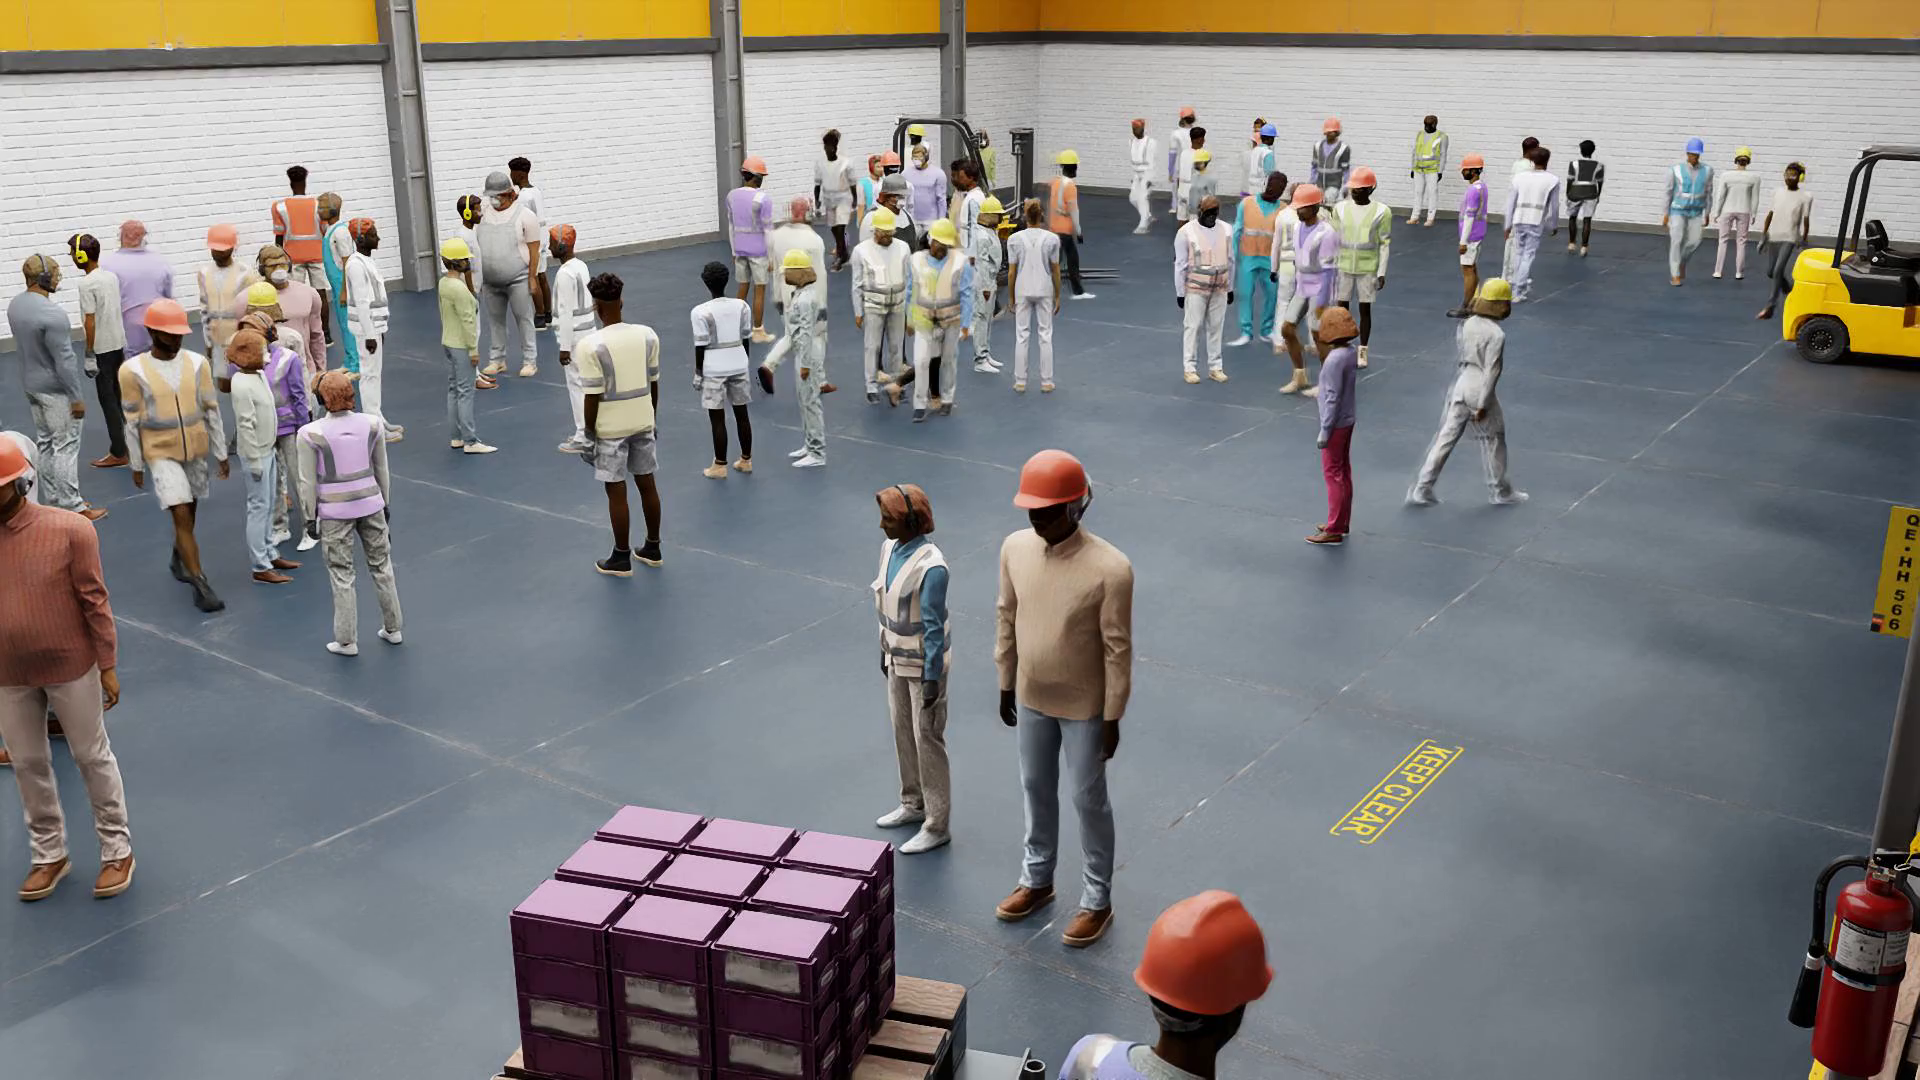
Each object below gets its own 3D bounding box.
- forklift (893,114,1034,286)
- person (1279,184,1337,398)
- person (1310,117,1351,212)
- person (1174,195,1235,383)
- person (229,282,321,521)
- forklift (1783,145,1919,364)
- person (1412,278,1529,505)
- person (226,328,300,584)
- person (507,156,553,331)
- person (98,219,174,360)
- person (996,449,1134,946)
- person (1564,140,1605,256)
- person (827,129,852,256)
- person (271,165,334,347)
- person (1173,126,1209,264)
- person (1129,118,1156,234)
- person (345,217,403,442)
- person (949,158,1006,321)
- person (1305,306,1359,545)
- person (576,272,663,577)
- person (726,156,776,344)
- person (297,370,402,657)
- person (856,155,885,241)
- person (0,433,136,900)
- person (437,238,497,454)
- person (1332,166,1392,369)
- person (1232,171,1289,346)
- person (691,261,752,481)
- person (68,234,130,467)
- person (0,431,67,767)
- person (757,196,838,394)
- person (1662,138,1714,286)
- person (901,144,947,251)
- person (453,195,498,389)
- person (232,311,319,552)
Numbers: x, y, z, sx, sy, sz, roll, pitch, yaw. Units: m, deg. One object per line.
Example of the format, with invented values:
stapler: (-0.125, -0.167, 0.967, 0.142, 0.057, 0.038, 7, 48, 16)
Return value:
forklift: (-0.171, -4.594, 22.377, 2.313, 2.155, 1.214, 1, 18, 3)
person: (3.261, -2.313, 15.557, 0.666, 2.003, 0.711, -7, 19, -20)
person: (5.652, -5.402, 25.226, 0.610, 2.009, 0.930, 15, 23, 39)
person: (2.392, -2.445, 16.253, 0.639, 1.830, 0.429, -6, 19, -19)
person: (-4.802, -0.939, 11.674, 0.493, 1.743, 0.295, -5, 18, -16)
forklift: (9.803, -2.879, 17.013, 2.313, 2.155, 1.214, 12, 21, 33)
person: (3.769, -1.071, 12.164, 0.890, 1.698, 0.495, -6, 19, -18)
person: (-4.456, -0.539, 10.603, 0.268, 1.630, 0.507, -3, 18, -10)
person: (-4.898, -3.372, 18.947, 0.385, 1.957, 0.603, 1, 18, 3)
person: (-6.956, -1.754, 14.022, 0.489, 1.868, 0.674, 10, 20, 29)
person: (0.379, 0.606, 6.452, 0.619, 1.987, 0.411, 13, 22, 36)
person: (9.271, -5.092, 24.739, 0.563, 1.676, 0.631, 5, 18, 15)
person: (-1.848, -5.169, 24.773, 0.342, 1.838, 0.650, 4, 18, 11)
person: (-7.040, -3.041, 17.919, 0.608, 1.952, 0.387, -8, 19, -22)
person: (3.312, -4.891, 23.692, 0.380, 1.957, 0.607, -12, 21, -33)
person: (2.983, -5.929, 27.100, 0.485, 1.865, 0.580, -13, 22, -35)
person: (-4.977, -1.773, 14.058, 0.355, 1.883, 0.572, -4, 18, -13)
person: (0.090, -3.438, 19.213, 0.991, 1.926, 0.605, -4, 18, -11)
person: (2.551, -0.777, 11.347, 0.279, 1.631, 0.504, 9, 20, 27)
person: (-2.186, -0.734, 10.686, 0.392, 1.958, 0.605, 15, 23, 40)
person: (-2.241, -3.149, 18.137, 0.612, 2.029, 0.407, 12, 21, 32)
person: (-3.446, -0.151, 9.398, 0.513, 1.630, 0.318, -16, 24, -41)
person: (-1.080, -3.864, 20.691, 0.407, 1.832, 0.576, 14, 22, 37)
person: (-3.740, 0.518, 6.734, 0.628, 1.982, 0.403, -3, 18, -9)
person: (-4.088, -1.591, 13.677, 0.313, 1.769, 0.523, -13, 22, -35)
person: (4.031, -2.756, 16.879, 0.609, 2.040, 0.395, 9, 20, 26)
person: (3.258, -3.045, 18.054, 0.701, 1.880, 0.365, -1, 18, -4)
person: (-1.840, -1.309, 12.900, 0.536, 1.699, 0.322, -15, 23, -40)
person: (-6.838, -1.506, 13.276, 0.347, 1.857, 0.526, 0, 18, 1)
person: (-4.594, 0.130, 7.994, 0.377, 1.950, 0.612, -1, 18, -2)
person: (-1.523, -2.264, 15.598, 0.655, 1.885, 0.746, 15, 23, 39)
person: (9.604, -4.335, 21.981, 0.627, 1.926, 0.472, 3, 18, 8)
person: (-0.474, -4.048, 21.109, 0.636, 1.928, 0.376, 6, 19, 18)
person: (-4.683, -2.378, 15.994, 0.325, 1.861, 0.512, -6, 19, -18)
person: (-4.617, -0.733, 11.211, 0.527, 1.631, 0.321, 3, 18, 9)
